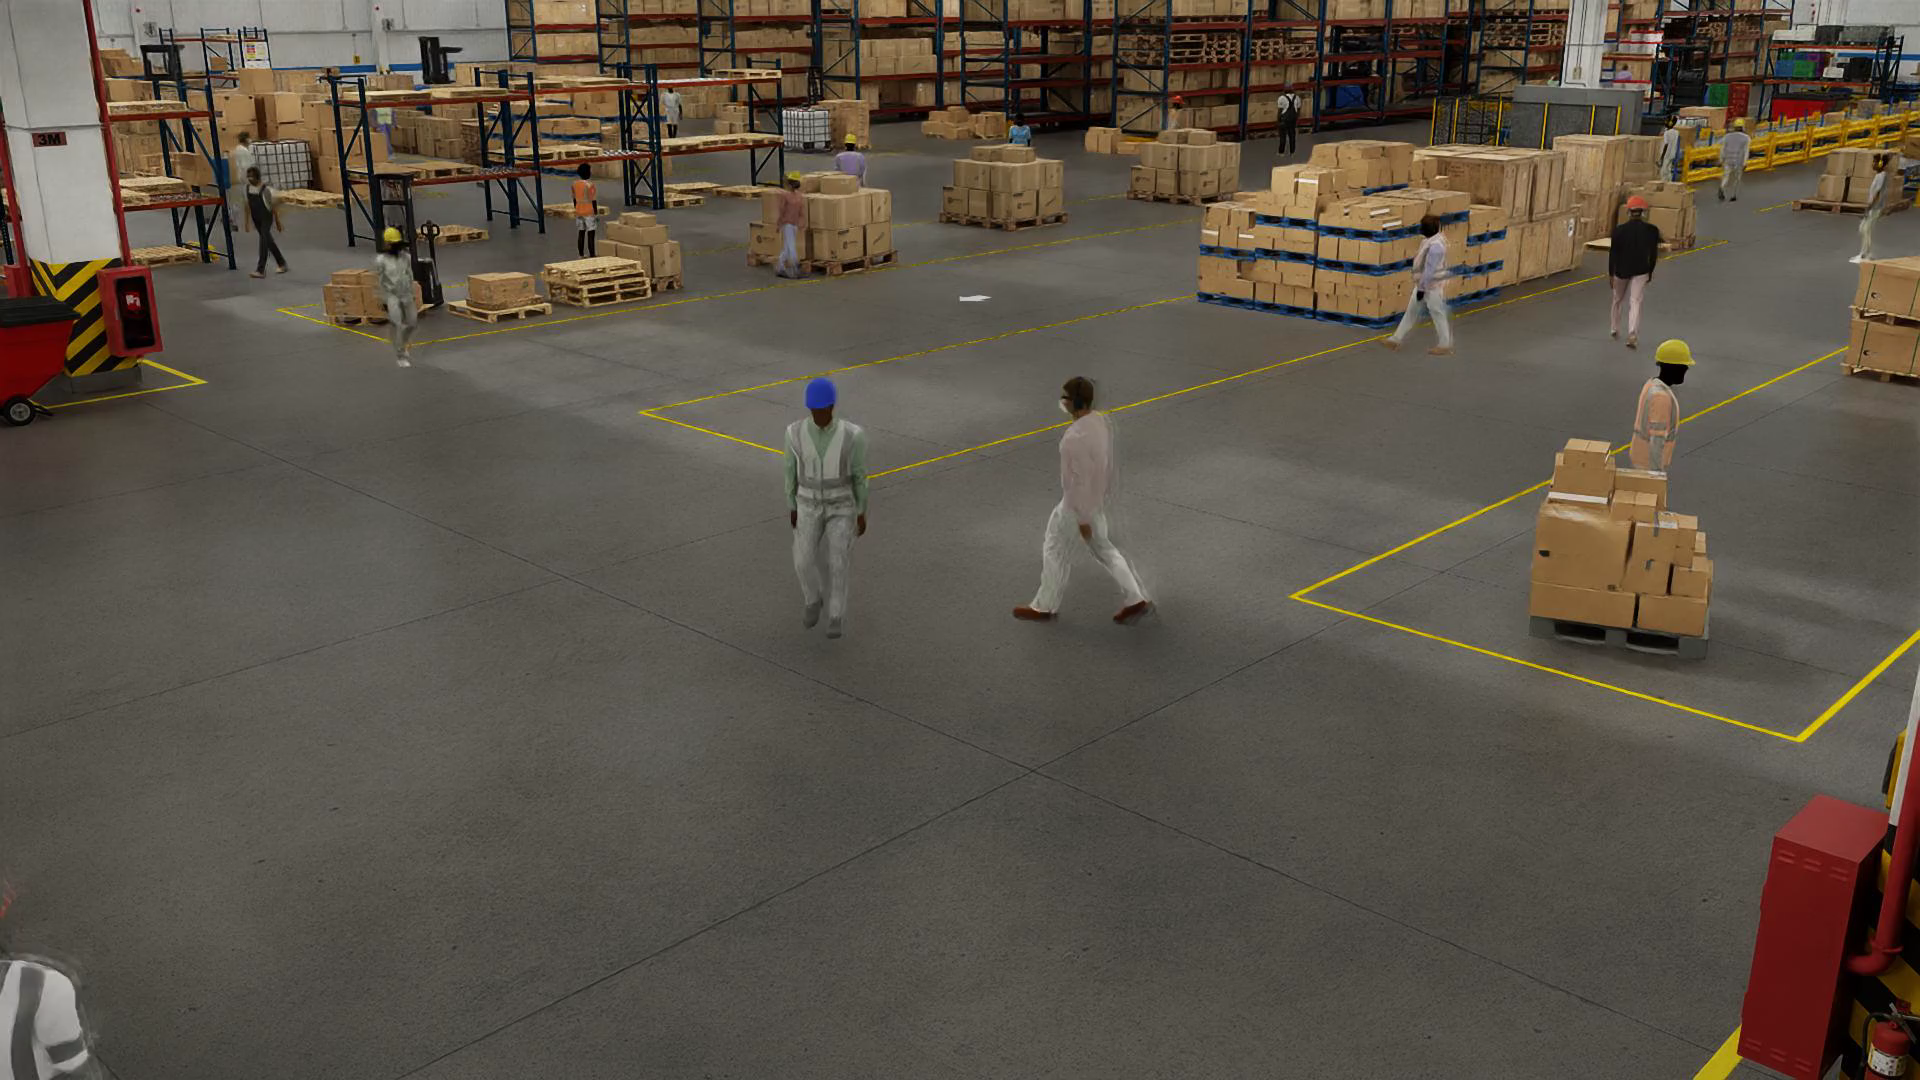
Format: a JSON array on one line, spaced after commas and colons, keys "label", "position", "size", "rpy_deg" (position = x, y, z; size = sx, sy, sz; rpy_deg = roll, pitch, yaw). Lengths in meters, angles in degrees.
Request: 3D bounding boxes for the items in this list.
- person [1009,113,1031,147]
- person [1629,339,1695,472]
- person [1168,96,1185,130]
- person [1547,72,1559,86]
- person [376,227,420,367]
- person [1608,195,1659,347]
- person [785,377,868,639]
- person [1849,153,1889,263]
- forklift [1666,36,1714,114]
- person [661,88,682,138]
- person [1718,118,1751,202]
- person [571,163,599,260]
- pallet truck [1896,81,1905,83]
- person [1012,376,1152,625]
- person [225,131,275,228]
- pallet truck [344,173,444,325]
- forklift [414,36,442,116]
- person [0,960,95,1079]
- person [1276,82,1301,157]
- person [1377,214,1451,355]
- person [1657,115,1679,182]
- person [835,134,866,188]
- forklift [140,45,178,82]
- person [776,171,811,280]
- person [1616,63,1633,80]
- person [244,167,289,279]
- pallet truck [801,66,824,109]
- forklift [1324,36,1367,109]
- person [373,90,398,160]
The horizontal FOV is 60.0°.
[{"label": "person", "position": [1.436, -9.387, 39.906], "size": [0.537, 1.699, 0.321], "rpy_deg": [3, 19, 8]}, {"label": "person", "position": [5.523, -0.645, 13.213], "size": [0.387, 1.927, 0.589], "rpy_deg": [5, 19, 15]}, {"label": "person", "position": [5.619, -10.374, 42.560], "size": [0.900, 1.900, 0.575], "rpy_deg": [1, 18, 3]}, {"label": "person", "position": [21.751, -16.318, 60.940], "size": [0.750, 1.605, 0.498], "rpy_deg": [-13, 22, -34]}, {"label": "person", "position": [-7.000, -3.020, 20.676], "size": [0.438, 1.736, 0.484], "rpy_deg": [15, 24, 38]}, {"label": "person", "position": [8.841, -3.536, 21.898], "size": [0.603, 1.963, 0.987], "rpy_deg": [6, 19, 17]}, {"label": "person", "position": [-0.960, -0.226, 11.949], "size": [0.610, 1.935, 0.436], "rpy_deg": [1, 18, 4]}, {"label": "person", "position": [15.549, -5.649, 28.395], "size": [0.403, 1.864, 0.541], "rpy_deg": [7, 19, 19]}, {"label": "forklift", "position": [27.341, -17.291, 61.877], "size": [1.129, 2.768, 1.873], "rpy_deg": [17, 25, 41]}, {"label": "person", "position": [-8.631, -12.780, 49.753], "size": [0.622, 1.942, 0.662], "rpy_deg": [-5, 19, -15]}, {"label": "person", "position": [17.014, -8.350, 36.620], "size": [0.604, 1.816, 0.650], "rpy_deg": [15, 23, 38]}, {"label": "person", "position": [-6.381, -5.572, 28.419], "size": [0.540, 1.695, 0.317], "rpy_deg": [12, 22, 32]}, {"label": "pallet truck", "position": [34.802, -16.331, 61.455], "size": [0.653, 1.274, 1.630], "rpy_deg": [17, 25, 41]}, {"label": "person", "position": [0.934, -0.273, 12.156], "size": [1.007, 1.899, 0.633], "rpy_deg": [7, 20, 20]}, {"label": "person", "position": [-13.921, -6.970, 32.308], "size": [0.844, 1.913, 0.637], "rpy_deg": [-7, 20, -20]}, {"label": "pallet truck", "position": [-8.209, -4.181, 23.757], "size": [0.823, 1.965, 1.885], "rpy_deg": [3, 19, 9]}, {"label": "forklift", "position": [-19.605, -17.228, 61.686], "size": [1.129, 2.768, 1.873], "rpy_deg": [17, 25, 41]}, {"label": "person", "position": [-3.103, 1.994, 5.301], "size": [0.562, 1.898, 0.906], "rpy_deg": [0, 18, -1]}, {"label": "person", "position": [9.155, -11.790, 46.617], "size": [0.684, 2.000, 0.535], "rpy_deg": [-5, 19, -14]}, {"label": "person", "position": [5.914, -3.257, 21.289], "size": [0.945, 1.789, 0.654], "rpy_deg": [2, 18, 5]}, {"label": "person", "position": [15.599, -8.422, 36.727], "size": [0.531, 1.876, 0.317], "rpy_deg": [-14, 23, -36]}, {"label": "person", "position": [-2.053, -6.664, 31.346], "size": [0.584, 1.928, 0.374], "rpy_deg": [1, 18, 2]}, {"label": "forklift", "position": [-25.308, -14.292, 52.842], "size": [1.129, 2.768, 1.873], "rpy_deg": [-3, 19, -9]}, {"label": "person", "position": [-2.662, -5.076, 26.869], "size": [0.870, 1.717, 0.543], "rpy_deg": [12, 22, 32]}, {"label": "person", "position": [24.439, -16.574, 61.263], "size": [0.833, 1.903, 0.651], "rpy_deg": [-11, 21, -29]}, {"label": "person", "position": [-11.368, -5.182, 27.117], "size": [0.494, 1.789, 1.011], "rpy_deg": [7, 19, 19]}, {"label": "pallet truck", "position": [-4.812, -15.182, 56.903], "size": [0.823, 1.965, 1.885], "rpy_deg": [-9, 21, -26]}, {"label": "forklift", "position": [14.570, -17.303, 61.915], "size": [1.129, 2.768, 1.873], "rpy_deg": [17, 25, 41]}, {"label": "person", "position": [-15.898, -11.488, 45.969], "size": [0.605, 1.880, 0.976], "rpy_deg": [-16, 24, -40]}]
